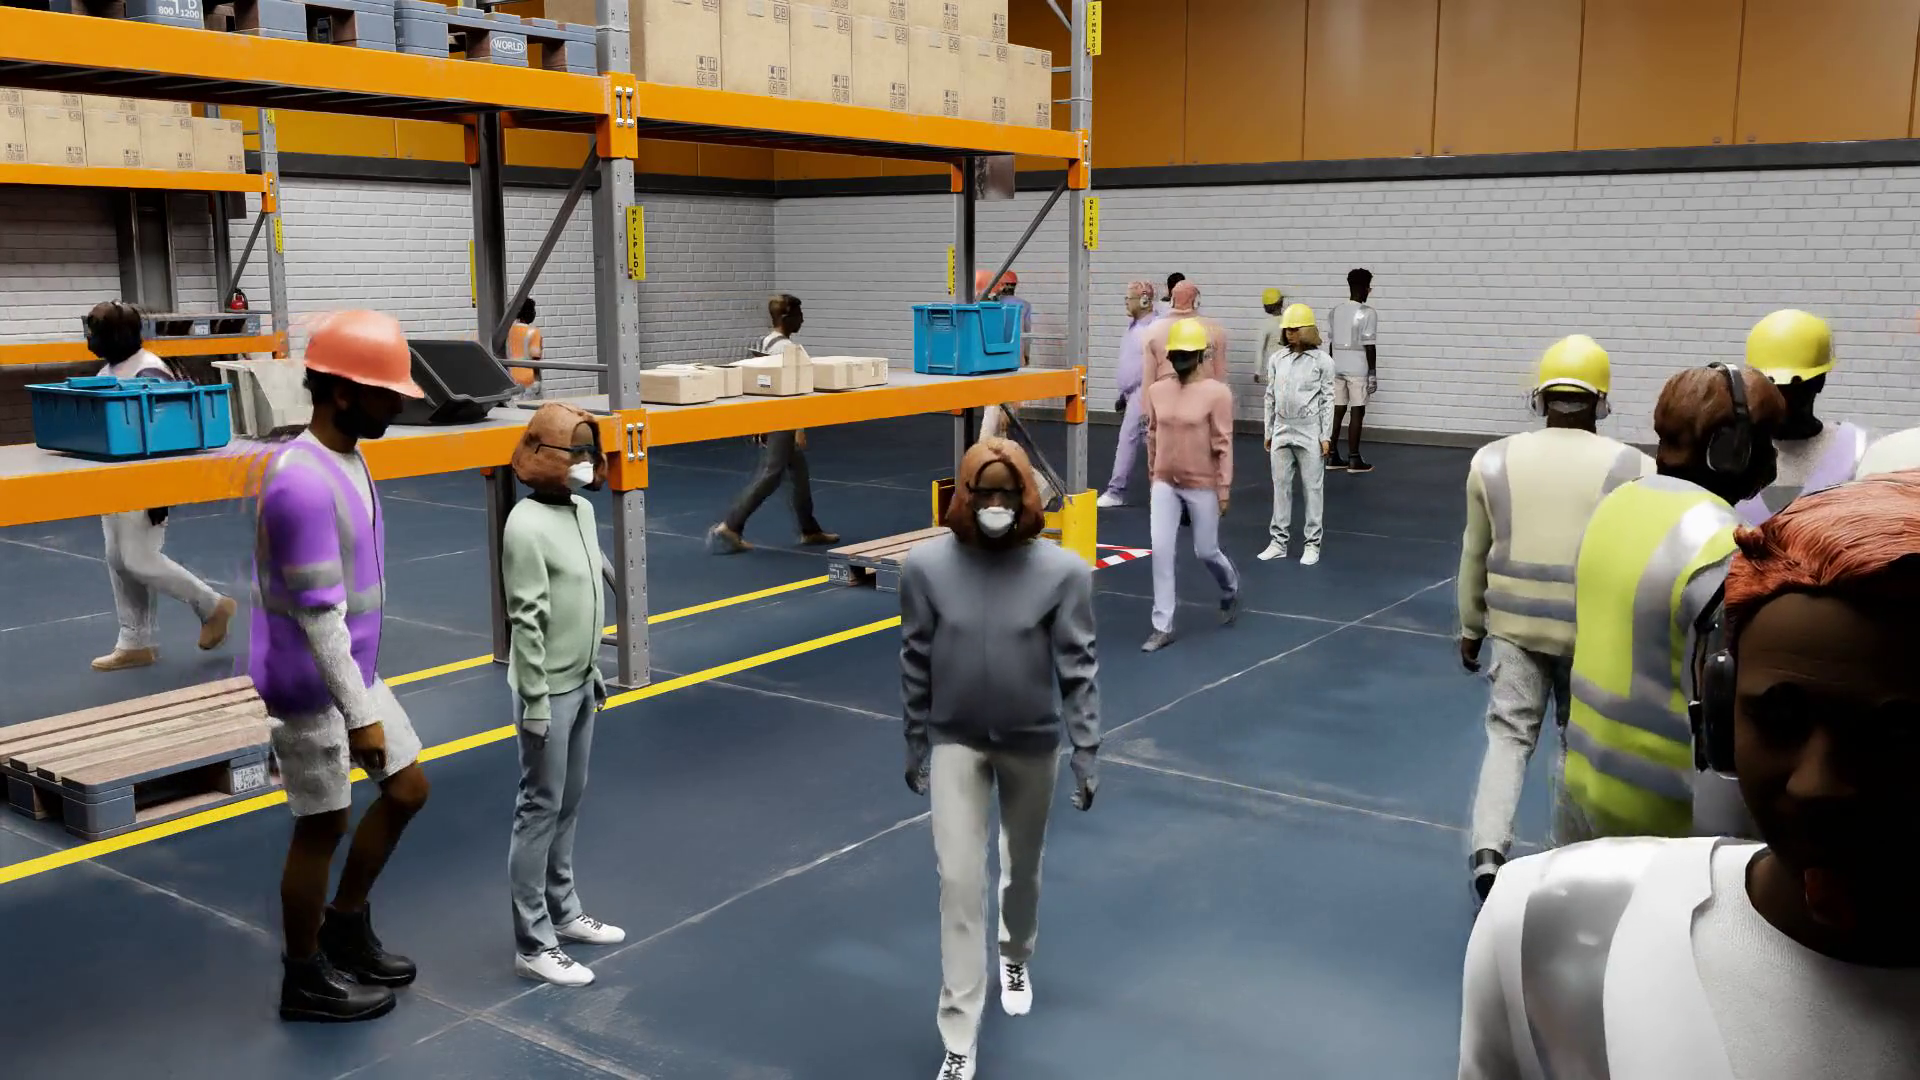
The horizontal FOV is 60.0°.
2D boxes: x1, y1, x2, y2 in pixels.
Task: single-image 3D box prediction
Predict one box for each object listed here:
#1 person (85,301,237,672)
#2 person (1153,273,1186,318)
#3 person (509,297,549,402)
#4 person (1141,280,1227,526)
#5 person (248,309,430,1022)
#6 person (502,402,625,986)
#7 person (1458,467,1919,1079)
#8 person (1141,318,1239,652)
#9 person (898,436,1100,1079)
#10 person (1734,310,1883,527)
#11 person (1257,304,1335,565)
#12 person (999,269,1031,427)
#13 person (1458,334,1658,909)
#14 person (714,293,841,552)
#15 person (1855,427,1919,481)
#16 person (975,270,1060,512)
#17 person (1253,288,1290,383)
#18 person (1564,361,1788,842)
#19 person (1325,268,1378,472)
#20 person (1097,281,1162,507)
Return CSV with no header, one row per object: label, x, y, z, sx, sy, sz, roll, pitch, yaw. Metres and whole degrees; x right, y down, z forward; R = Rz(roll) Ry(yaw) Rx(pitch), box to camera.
person,-4.023,-0.266,8.246,0.637,1.831,0.572,9,13,41
person,2.459,-2.037,18.640,0.887,1.879,0.612,-9,13,-41
person,-4.477,-1.666,17.116,0.545,1.651,0.866,6,11,32
person,1.686,-1.021,12.589,0.652,1.881,0.689,3,10,17
person,-1.606,0.358,4.309,0.514,1.899,0.578,-1,10,-4
person,-1.127,0.424,4.726,0.282,1.631,0.503,1,10,7
person,0.627,0.880,1.263,0.585,1.882,0.337,6,11,33
person,1.240,-0.308,8.795,0.524,1.738,0.781,7,12,35
person,0.097,0.529,4.223,0.510,1.592,0.776,0,10,3
person,2.290,0.304,4.696,0.593,1.874,0.973,7,12,38
person,2.248,-0.703,11.117,0.492,1.740,0.325,7,12,37
person,0.593,-2.294,20.045,0.563,1.922,0.665,-3,10,-18
person,1.821,0.271,5.146,0.598,1.805,0.833,6,11,31
person,-1.300,-0.809,11.596,0.920,1.811,0.519,-4,11,-25
person,2.345,0.393,3.891,0.508,1.980,0.631,-4,10,-22
person,0.367,-1.060,12.597,0.732,1.965,0.666,-1,10,-5
person,3.438,-1.845,17.942,0.554,1.730,0.552,-5,11,-29
person,1.460,0.545,3.443,0.482,1.827,0.626,-1,10,-3
person,3.775,-1.629,15.992,0.373,1.958,0.607,-6,11,-30
person,1.539,-1.207,13.778,0.985,1.866,0.661,-2,10,-13
